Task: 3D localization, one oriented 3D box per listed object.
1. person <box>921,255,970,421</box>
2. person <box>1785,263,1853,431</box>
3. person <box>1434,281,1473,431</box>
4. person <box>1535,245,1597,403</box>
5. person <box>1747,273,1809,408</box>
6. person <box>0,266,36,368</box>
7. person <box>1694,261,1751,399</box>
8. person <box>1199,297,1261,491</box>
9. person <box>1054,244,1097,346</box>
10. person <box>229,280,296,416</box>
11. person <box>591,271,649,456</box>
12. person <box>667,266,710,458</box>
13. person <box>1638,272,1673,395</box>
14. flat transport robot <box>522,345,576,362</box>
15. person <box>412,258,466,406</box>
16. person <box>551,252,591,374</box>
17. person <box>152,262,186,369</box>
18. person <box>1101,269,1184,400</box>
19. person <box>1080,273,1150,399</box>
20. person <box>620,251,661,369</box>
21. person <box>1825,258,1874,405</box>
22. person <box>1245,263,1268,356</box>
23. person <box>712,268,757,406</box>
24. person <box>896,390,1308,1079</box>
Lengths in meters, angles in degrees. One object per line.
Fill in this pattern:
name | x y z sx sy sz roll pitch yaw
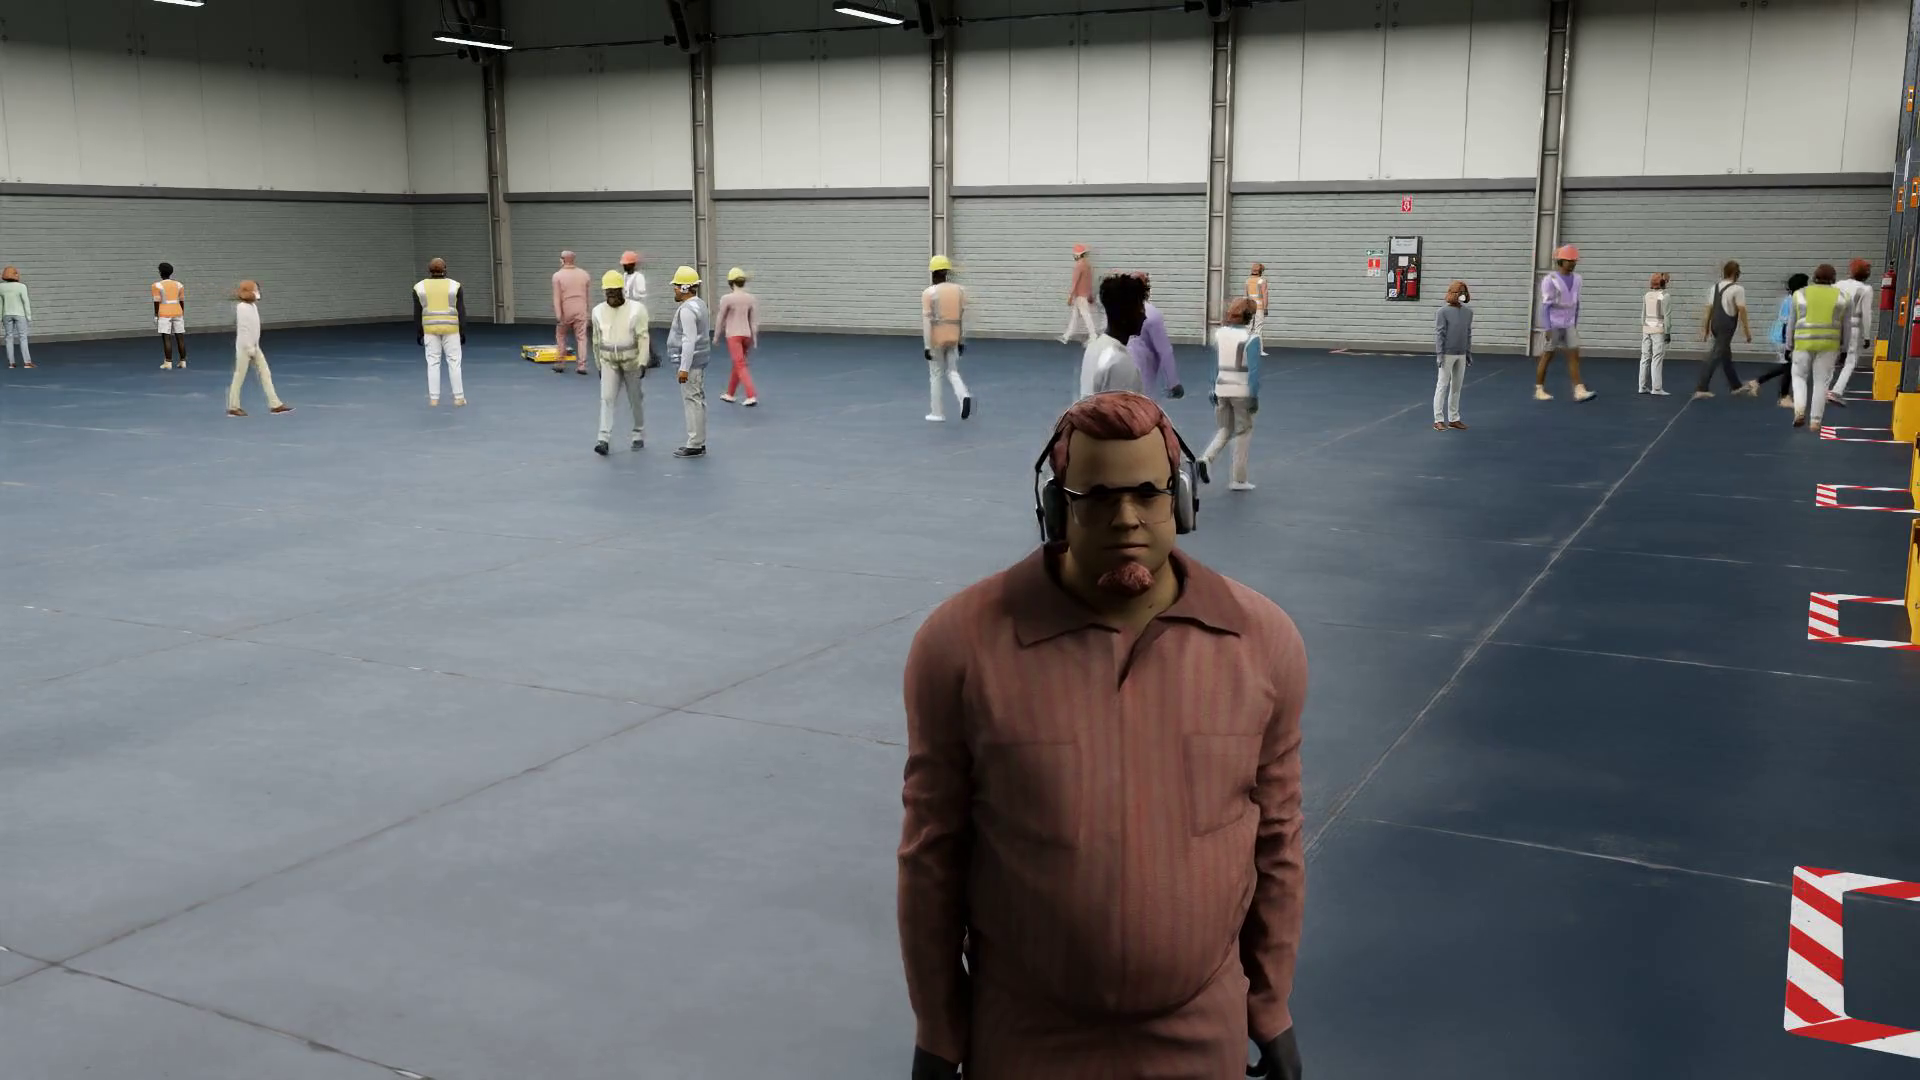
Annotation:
person | -0.163 -2.280 18.917 0.607 1.913 0.638 -7 12 -33
person | 9.375 -2.102 18.183 0.652 1.825 0.445 5 12 26
person | 5.417 -2.015 18.232 0.500 1.633 0.280 -5 12 -27
person | 7.714 -2.732 21.141 0.648 1.994 1.009 -4 11 -21
person | 10.180 -2.479 20.662 0.614 1.679 0.533 8 13 37
person | -15.238 -3.589 26.814 0.498 1.634 0.278 -1 10 -6
person | 10.058 -2.741 21.769 0.980 1.788 0.534 -3 11 -15
person | 2.256 -1.202 13.809 0.451 1.623 0.536 -8 13 -36
person | 2.256 -4.701 32.025 1.019 1.938 0.654 5 11 25
person | -8.284 -2.247 19.593 0.802 1.594 0.521 0 10 -3
person | -3.303 -1.712 16.166 0.601 1.779 0.940 1 10 3
person | -2.609 -1.704 15.995 0.403 1.833 0.586 0 10 2
person | 9.301 -2.751 22.228 0.308 1.640 0.511 -3 11 -18
flat transport robot | -7.031 -3.196 28.390 0.652 0.197 1.431 -5 11 -24
person | -6.501 -2.599 20.846 0.620 1.845 0.430 -2 11 -11
person | -6.036 -3.504 25.701 0.650 1.867 0.908 -7 12 -33
person | -12.612 -3.568 26.530 0.317 1.696 0.538 6 12 32
person | 1.443 -1.316 13.848 1.029 1.855 0.645 -6 12 -31
person | 0.738 -0.424 8.717 0.785 1.939 0.620 -2 11 -11
person | -5.206 -3.625 26.362 1.043 1.875 0.551 -7 12 -33
person | 11.029 -2.586 20.765 0.469 1.858 0.637 -6 12 -30
person | 5.253 -4.082 29.490 0.308 1.639 0.511 -8 13 -39
person | -2.804 -2.552 20.932 0.911 1.722 0.525 10 14 42
person | 0.227 0.723 2.556 0.641 1.908 0.407 -2 10 -8
